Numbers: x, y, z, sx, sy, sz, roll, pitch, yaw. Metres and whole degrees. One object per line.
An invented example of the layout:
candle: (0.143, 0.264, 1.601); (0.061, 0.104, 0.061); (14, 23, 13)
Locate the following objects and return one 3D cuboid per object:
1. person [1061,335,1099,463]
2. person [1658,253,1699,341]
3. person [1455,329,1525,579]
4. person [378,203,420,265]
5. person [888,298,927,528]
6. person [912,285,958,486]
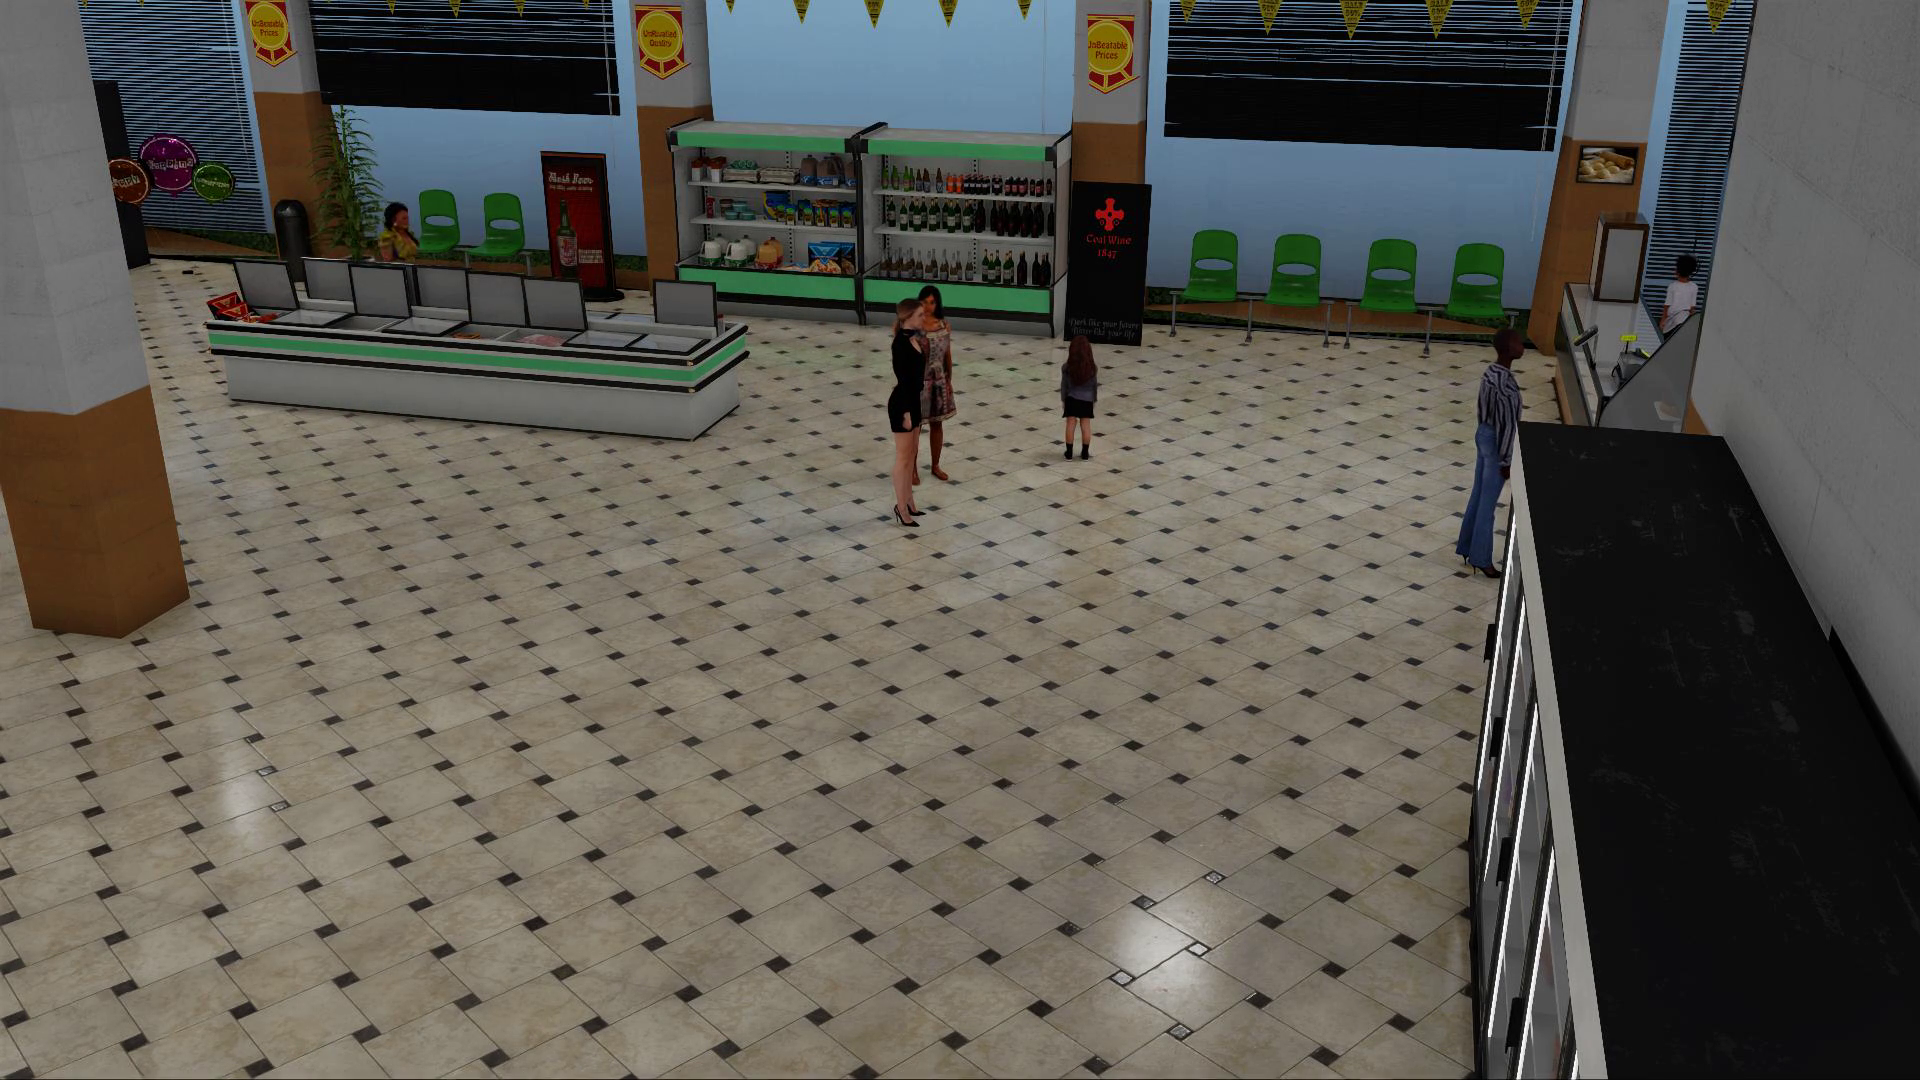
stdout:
person: (1.013, -1.217, 14.203); (0.459, 1.107, 0.574); (-2, 22, -4)
person: (7.101, -2.203, 16.450); (0.525, 1.262, 0.615); (-2, 22, -5)
person: (3.784, -0.626, 11.811); (0.616, 1.795, 0.675); (0, 22, 1)
person: (-5.770, -2.603, 16.961); (1.318, 1.624, 0.834); (3, 22, 8)
person: (-0.395, -0.989, 12.747); (0.520, 1.769, 0.575); (4, 22, 10)
person: (-0.263, -1.284, 13.653); (0.691, 1.643, 0.783); (-9, 24, -22)
